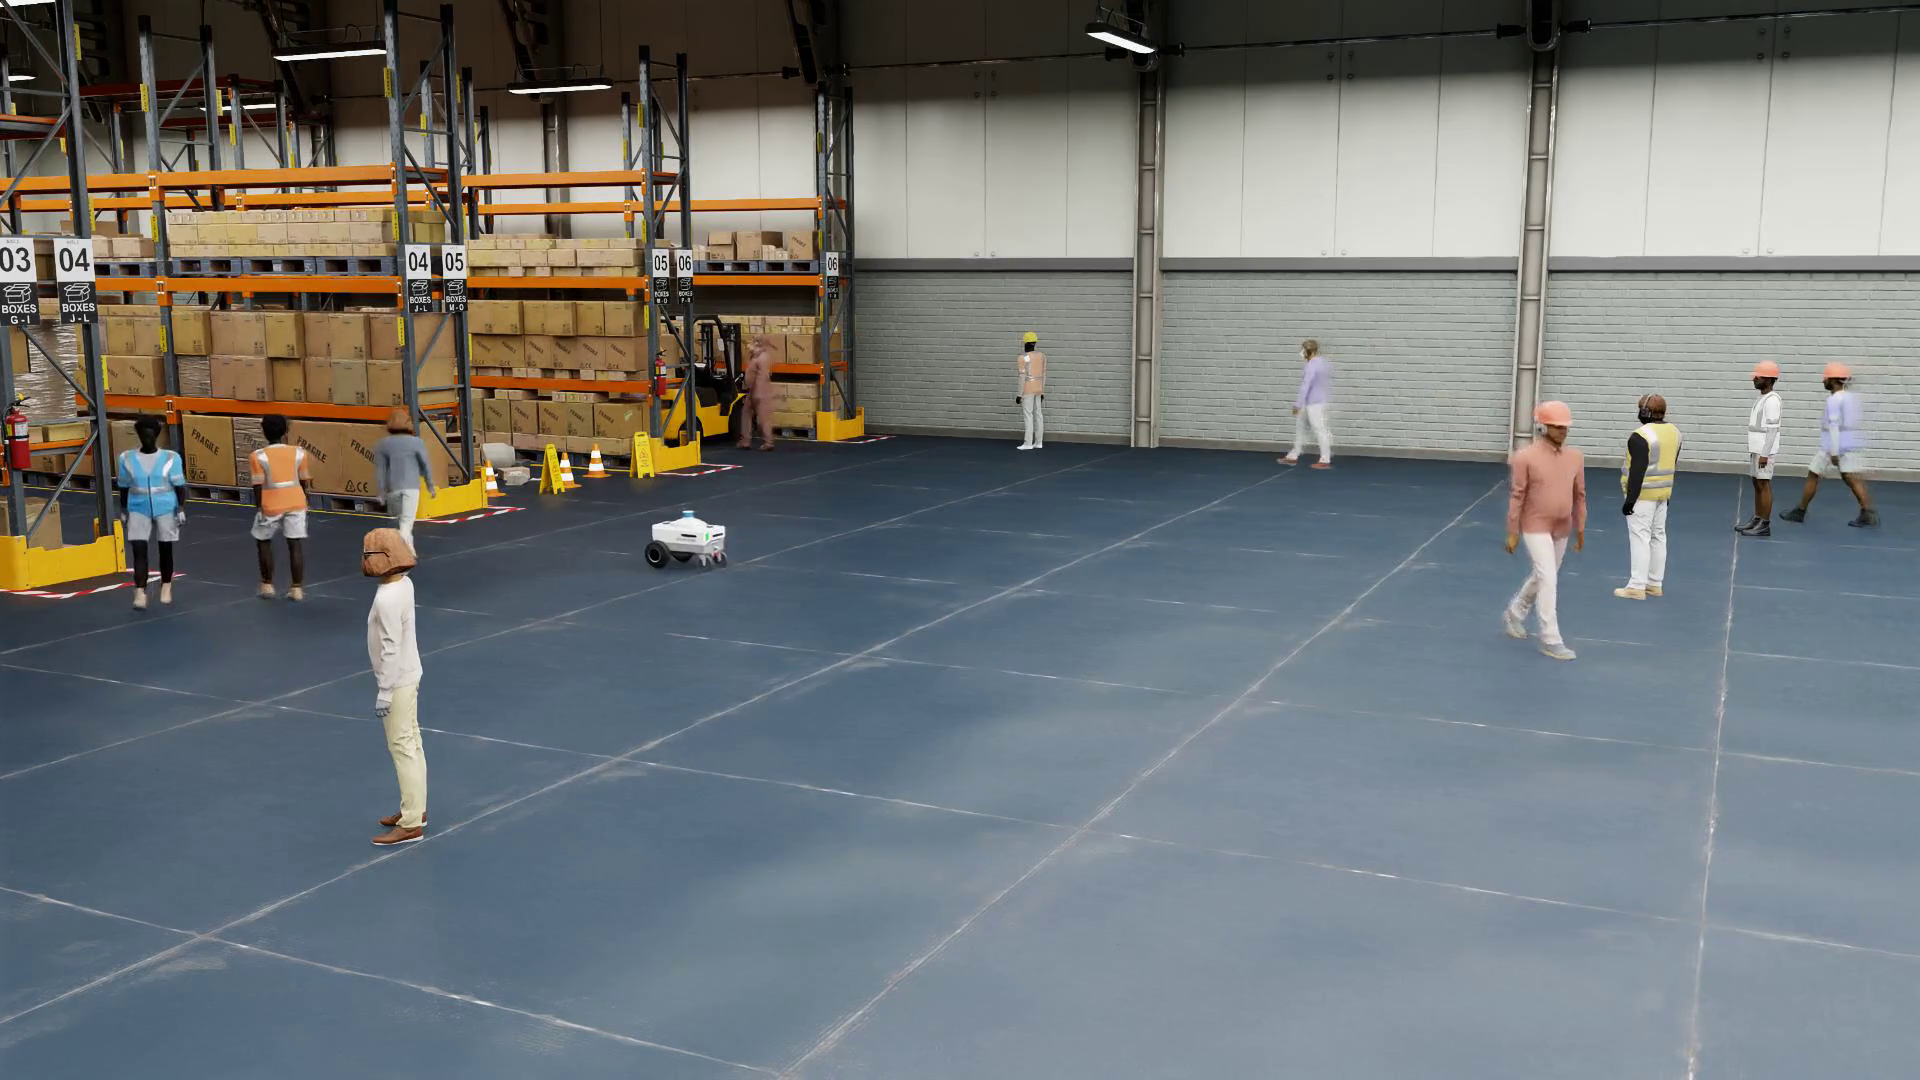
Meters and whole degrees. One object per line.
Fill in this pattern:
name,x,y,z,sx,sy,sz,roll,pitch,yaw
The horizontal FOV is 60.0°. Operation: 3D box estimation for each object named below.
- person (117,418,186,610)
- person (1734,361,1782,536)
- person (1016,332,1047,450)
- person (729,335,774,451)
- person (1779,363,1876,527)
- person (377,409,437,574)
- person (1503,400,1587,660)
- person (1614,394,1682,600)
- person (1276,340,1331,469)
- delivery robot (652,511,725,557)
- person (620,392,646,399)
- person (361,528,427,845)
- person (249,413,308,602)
person,-6.992,-0.221,14.400,0.547,1.658,0.795,-4,10,-21
person,8.863,-1.010,18.409,0.354,1.942,0.545,2,9,13
person,1.151,-2.427,27.140,0.585,1.928,0.368,-8,12,-41
person,-3.394,-2.363,26.871,0.813,1.876,0.680,-4,10,-25
person,10.064,-1.090,19.100,0.545,1.889,1.033,-7,12,-38
person,-5.443,-0.480,16.258,0.508,1.587,0.843,2,9,10
person,4.519,-0.118,12.898,0.624,1.962,0.963,-3,10,-17
person,6.151,-0.390,14.913,0.636,1.842,0.429,-6,11,-35
person,5.088,-1.999,24.575,0.917,1.897,0.649,2,10,14
delivery robot,-2.683,-0.045,16.443,0.707,0.478,0.477,4,10,26
person,-5.084,-2.318,26.209,0.747,2.017,0.616,3,10,19
person,-2.923,0.746,8.583,0.280,1.633,0.500,-2,9,-10
person,-6.074,-0.290,14.811,0.541,1.677,0.650,-8,12,-41
